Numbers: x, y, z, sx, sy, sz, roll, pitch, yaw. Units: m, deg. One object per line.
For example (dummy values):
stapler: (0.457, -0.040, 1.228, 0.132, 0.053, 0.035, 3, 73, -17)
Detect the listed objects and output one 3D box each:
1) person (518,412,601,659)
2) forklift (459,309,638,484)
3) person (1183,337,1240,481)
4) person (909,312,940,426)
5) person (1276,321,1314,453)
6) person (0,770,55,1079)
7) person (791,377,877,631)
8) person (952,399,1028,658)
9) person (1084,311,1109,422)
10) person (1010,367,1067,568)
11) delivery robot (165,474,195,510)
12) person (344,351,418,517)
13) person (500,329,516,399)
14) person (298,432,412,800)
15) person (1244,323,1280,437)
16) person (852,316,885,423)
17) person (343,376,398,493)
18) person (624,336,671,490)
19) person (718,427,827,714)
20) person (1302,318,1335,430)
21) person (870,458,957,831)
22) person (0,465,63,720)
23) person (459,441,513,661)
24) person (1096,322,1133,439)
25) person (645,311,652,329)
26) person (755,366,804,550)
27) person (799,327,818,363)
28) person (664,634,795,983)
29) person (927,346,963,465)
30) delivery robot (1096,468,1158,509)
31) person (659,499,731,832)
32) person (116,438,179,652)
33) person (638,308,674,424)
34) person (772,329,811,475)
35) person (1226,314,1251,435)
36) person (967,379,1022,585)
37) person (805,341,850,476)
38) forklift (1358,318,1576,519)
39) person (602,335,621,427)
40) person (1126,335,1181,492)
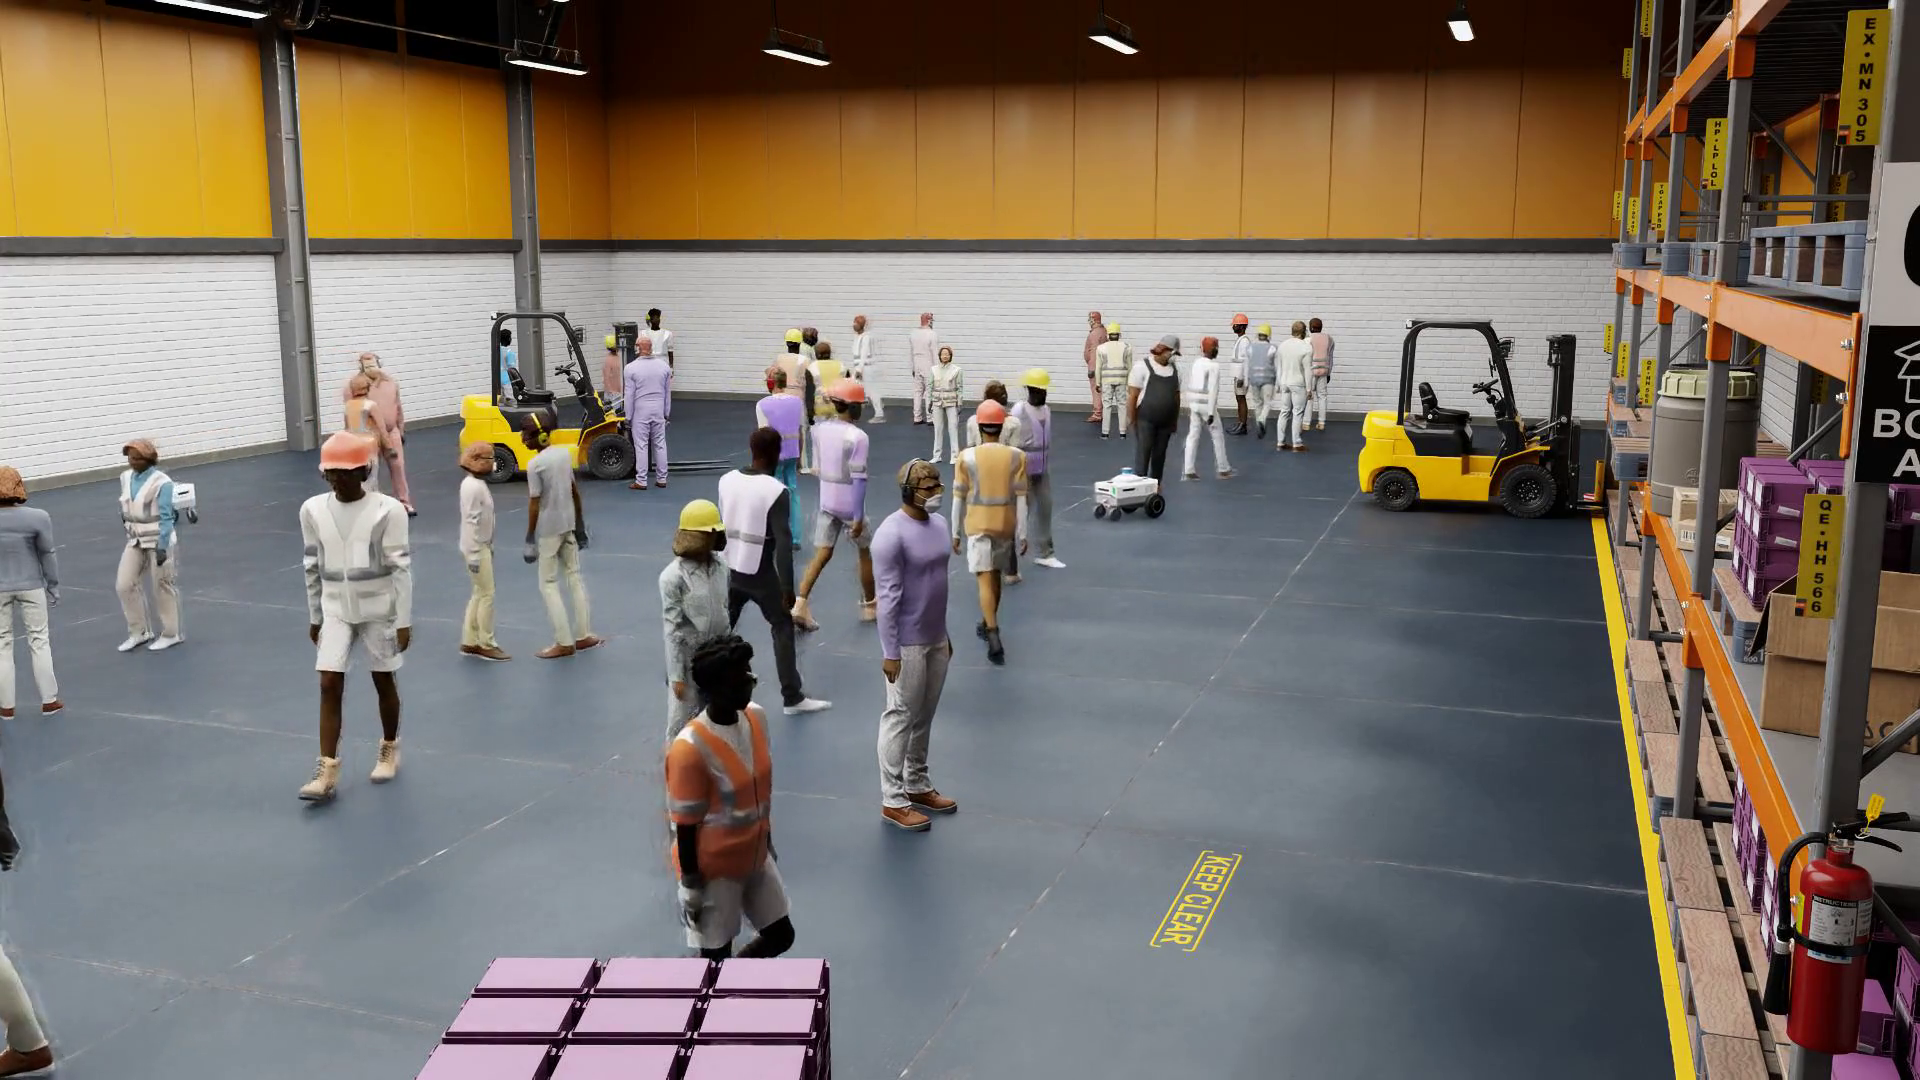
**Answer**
person: (-2.958, -0.048, 12.309, 0.308, 1.838, 0.700, 4, 11, 23)
forklift: (-5.354, -1.902, 21.697, 2.313, 2.155, 1.214, -2, 10, -13)
person: (3.246, -1.690, 21.451, 0.887, 1.845, 0.588, -6, 12, -31)
person: (-0.555, -2.878, 28.026, 0.652, 1.900, 0.402, 9, 14, 42)
person: (4.911, -2.244, 24.385, 0.378, 1.930, 0.627, -8, 13, -38)
person: (-3.783, 1.079, 5.996, 0.965, 1.814, 0.514, 0, 10, -1)
person: (-0.965, -0.281, 13.120, 0.616, 2.003, 1.015, 9, 13, 41)
person: (0.227, -0.096, 12.396, 0.554, 1.899, 0.995, -2, 10, -11)
person: (2.320, -2.966, 28.527, 0.401, 1.901, 0.640, 4, 11, 22)
person: (0.628, -0.687, 15.694, 0.783, 1.902, 0.612, 8, 13, 38)
delivery robot: (-8.613, -0.467, 17.967, 0.477, 0.478, 0.707, 2, 10, 12)
person: (-6.371, -1.138, 18.319, 0.671, 1.867, 0.868, -8, 13, -39)
person: (-7.250, -2.513, 26.542, 0.540, 1.695, 0.317, 8, 13, 37)
person: (-3.334, 0.424, 9.103, 0.632, 2.009, 0.879, 0, 10, 1)
person: (4.777, -2.523, 26.283, 0.611, 1.809, 0.782, 6, 12, 30)
person: (-1.729, -2.876, 28.206, 1.015, 1.821, 0.583, -5, 11, -26)
person: (-6.429, -0.964, 18.046, 0.608, 1.618, 0.506, 6, 12, 32)
person: (-3.898, -1.574, 20.664, 0.643, 1.908, 0.411, -8, 13, -40)
person: (-1.310, 0.205, 10.799, 0.779, 1.867, 0.557, 7, 12, 36)
person: (5.817, -2.723, 27.314, 0.627, 1.845, 0.429, -3, 10, -16)
person: (-0.229, 0.531, 8.717, 0.355, 1.938, 0.637, 5, 11, 27)
person: (-6.064, 0.336, 10.672, 0.508, 1.632, 0.264, -5, 11, -26)
person: (-3.505, 0.085, 12.134, 0.419, 1.629, 0.519, -2, 10, -9)
person: (2.403, -2.479, 25.962, 0.586, 1.836, 0.404, 0, 10, -2)
person: (-5.907, -3.505, 31.933, 0.326, 1.767, 0.533, 9, 14, 42)
person: (-1.768, -0.786, 16.401, 0.374, 1.841, 0.574, 10, 14, 43)
person: (-2.273, -2.345, 25.343, 0.976, 1.788, 0.642, -1, 10, -8)
person: (-0.819, 1.150, 5.930, 0.366, 1.681, 0.560, 5, 11, 28)
person: (-0.204, -1.868, 23.052, 0.522, 1.645, 0.305, 4, 11, 21)
delivery robot: (1.856, -0.560, 18.492, 0.707, 0.478, 0.477, -7, 13, -36)
person: (-1.333, 0.652, 8.589, 0.320, 1.744, 0.491, 7, 12, 33)
person: (-6.041, 0.047, 12.319, 0.533, 1.613, 0.552, 4, 11, 23)
person: (-5.155, -2.945, 28.215, 0.610, 1.964, 0.364, -1, 10, -7)
person: (-2.200, -1.823, 22.006, 0.588, 1.927, 0.371, 4, 11, 20)
person: (4.471, -2.650, 26.633, 0.357, 1.938, 0.545, 0, 10, 1)
person: (0.313, -0.514, 14.873, 0.525, 1.844, 0.361, 3, 11, 19)
person: (-1.691, -1.678, 21.562, 0.647, 1.809, 0.934, -4, 11, -22)
forklift: (5.787, -1.437, 19.079, 2.313, 2.155, 1.214, 3, 11, 19)
person: (-5.117, -2.170, 24.549, 0.364, 1.725, 0.632, 3, 11, 18)
person: (2.346, -1.523, 19.999, 0.742, 2.000, 0.662, -4, 11, -21)
